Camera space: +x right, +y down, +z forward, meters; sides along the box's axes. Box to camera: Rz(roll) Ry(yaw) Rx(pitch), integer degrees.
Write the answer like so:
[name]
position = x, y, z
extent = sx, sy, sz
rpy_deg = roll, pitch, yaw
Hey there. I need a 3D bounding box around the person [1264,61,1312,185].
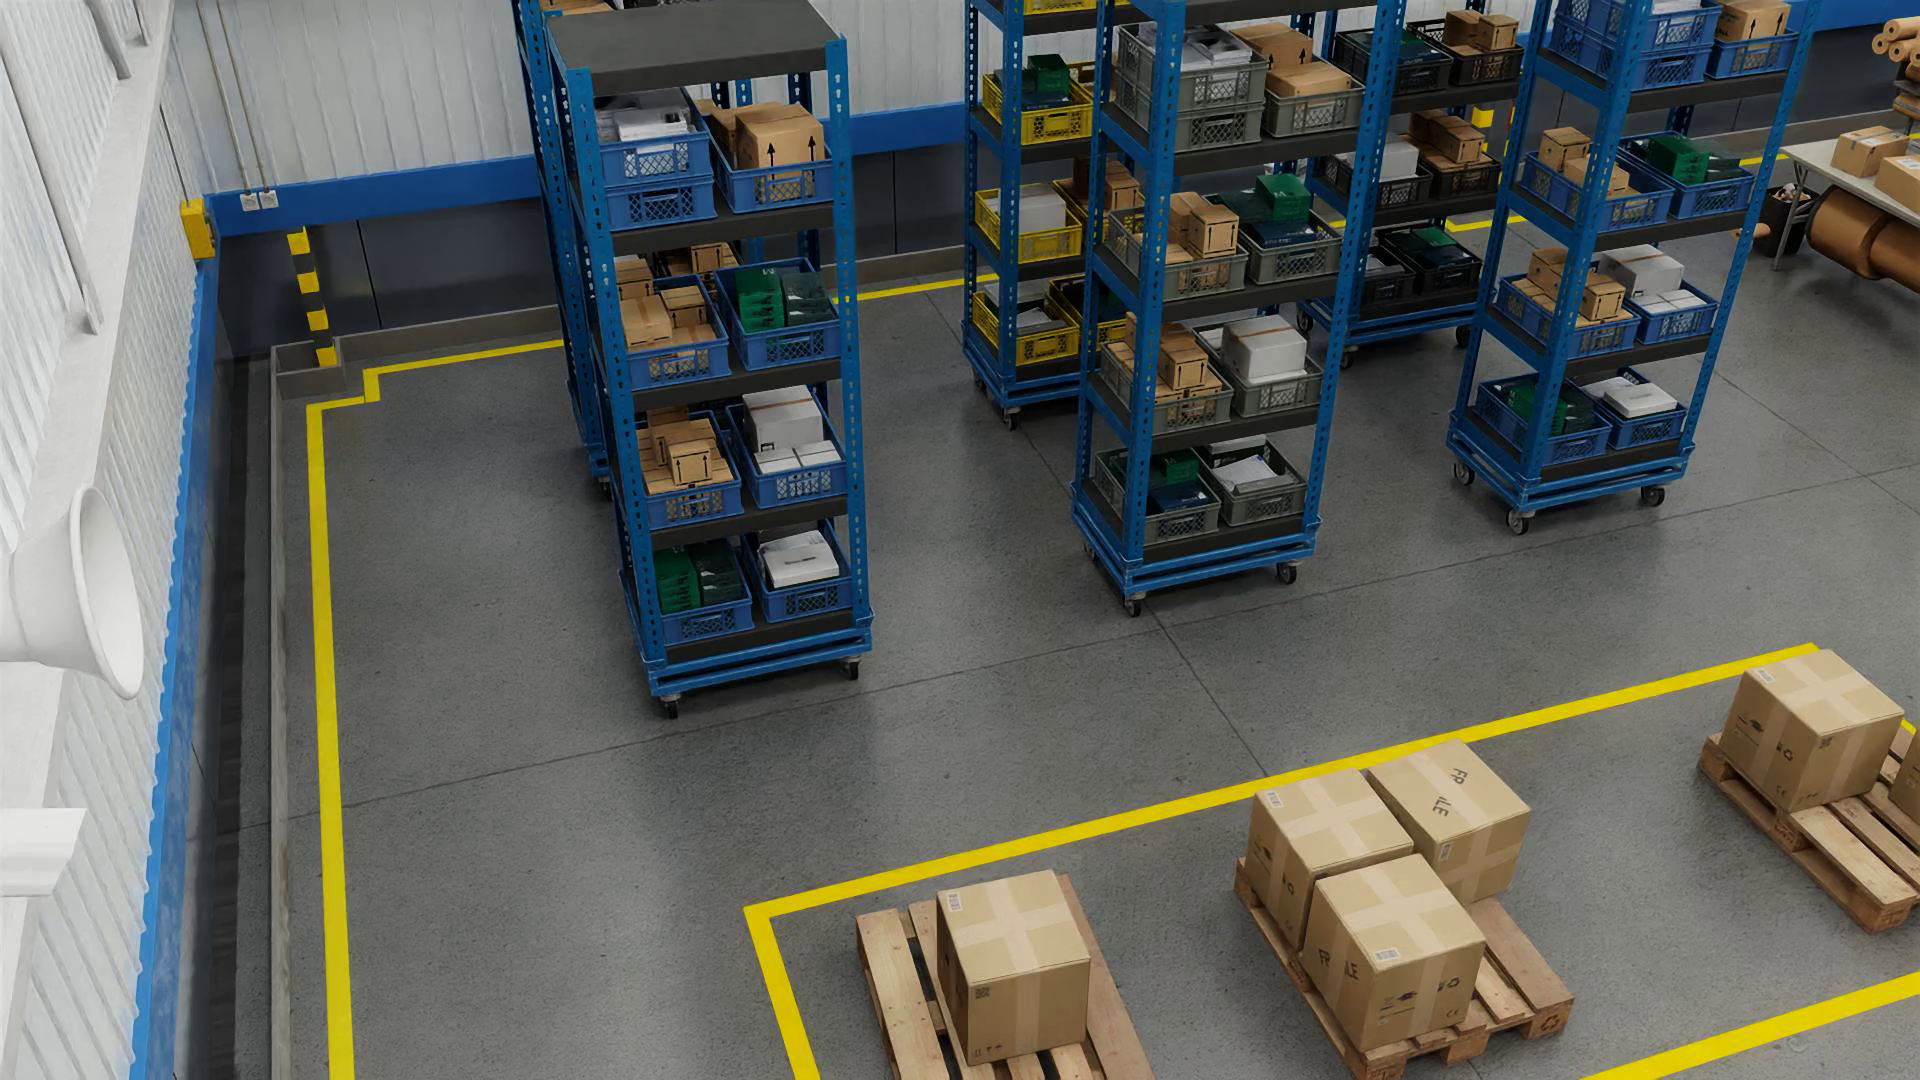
[person]
position = 2.426, -2.708, 12.494
extent = 0.356, 1.884, 0.574
rpy_deg = 4, 35, 6
